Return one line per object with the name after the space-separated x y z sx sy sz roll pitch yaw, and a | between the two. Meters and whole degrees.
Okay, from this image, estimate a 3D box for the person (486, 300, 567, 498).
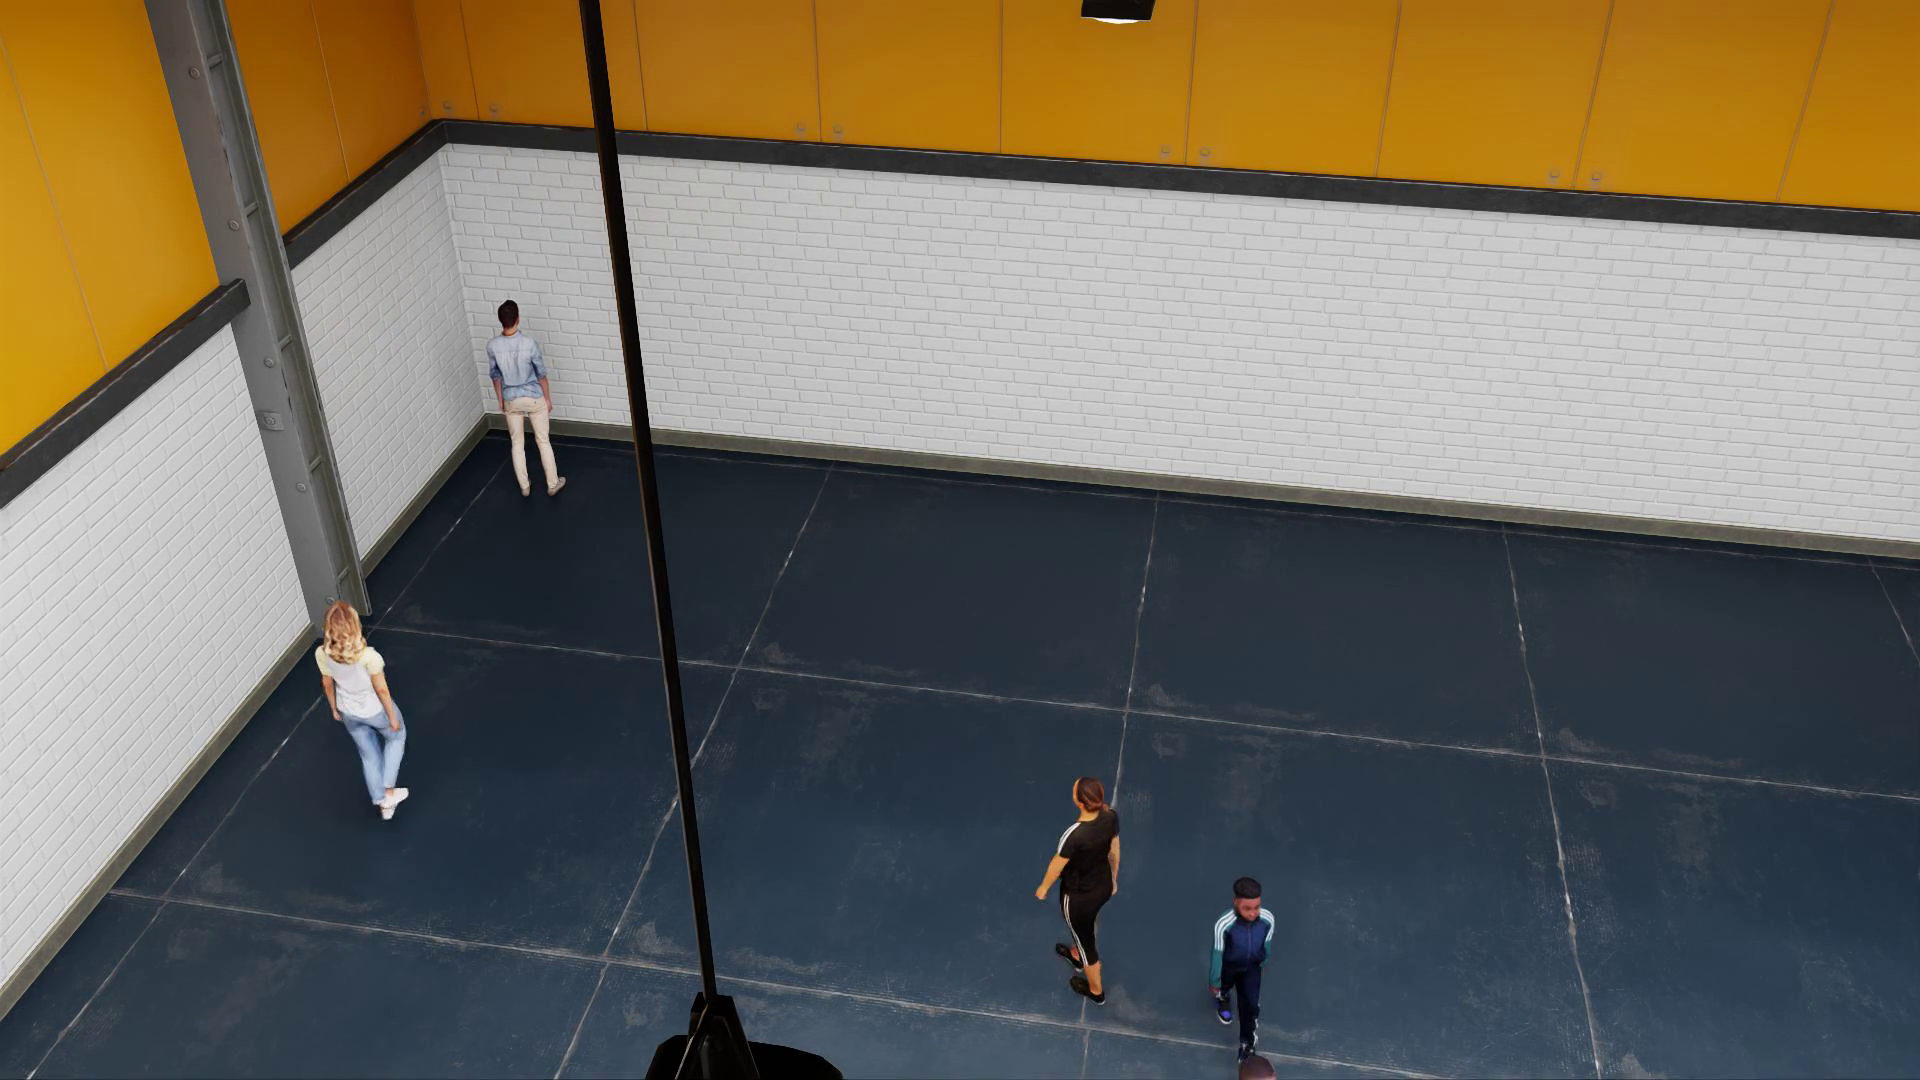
-3.803 -1.224 14.480 0.686 1.847 0.609 0 34 0 | person

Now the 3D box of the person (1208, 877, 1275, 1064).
1.598 2.394 9.601 0.663 1.222 0.937 -2 34 -3 | person

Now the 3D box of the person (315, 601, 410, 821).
-3.951 1.194 10.966 0.656 1.710 0.617 4 34 6 | person

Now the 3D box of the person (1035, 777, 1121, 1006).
0.791 2.085 9.682 0.847 1.647 0.804 29 43 36 | person
